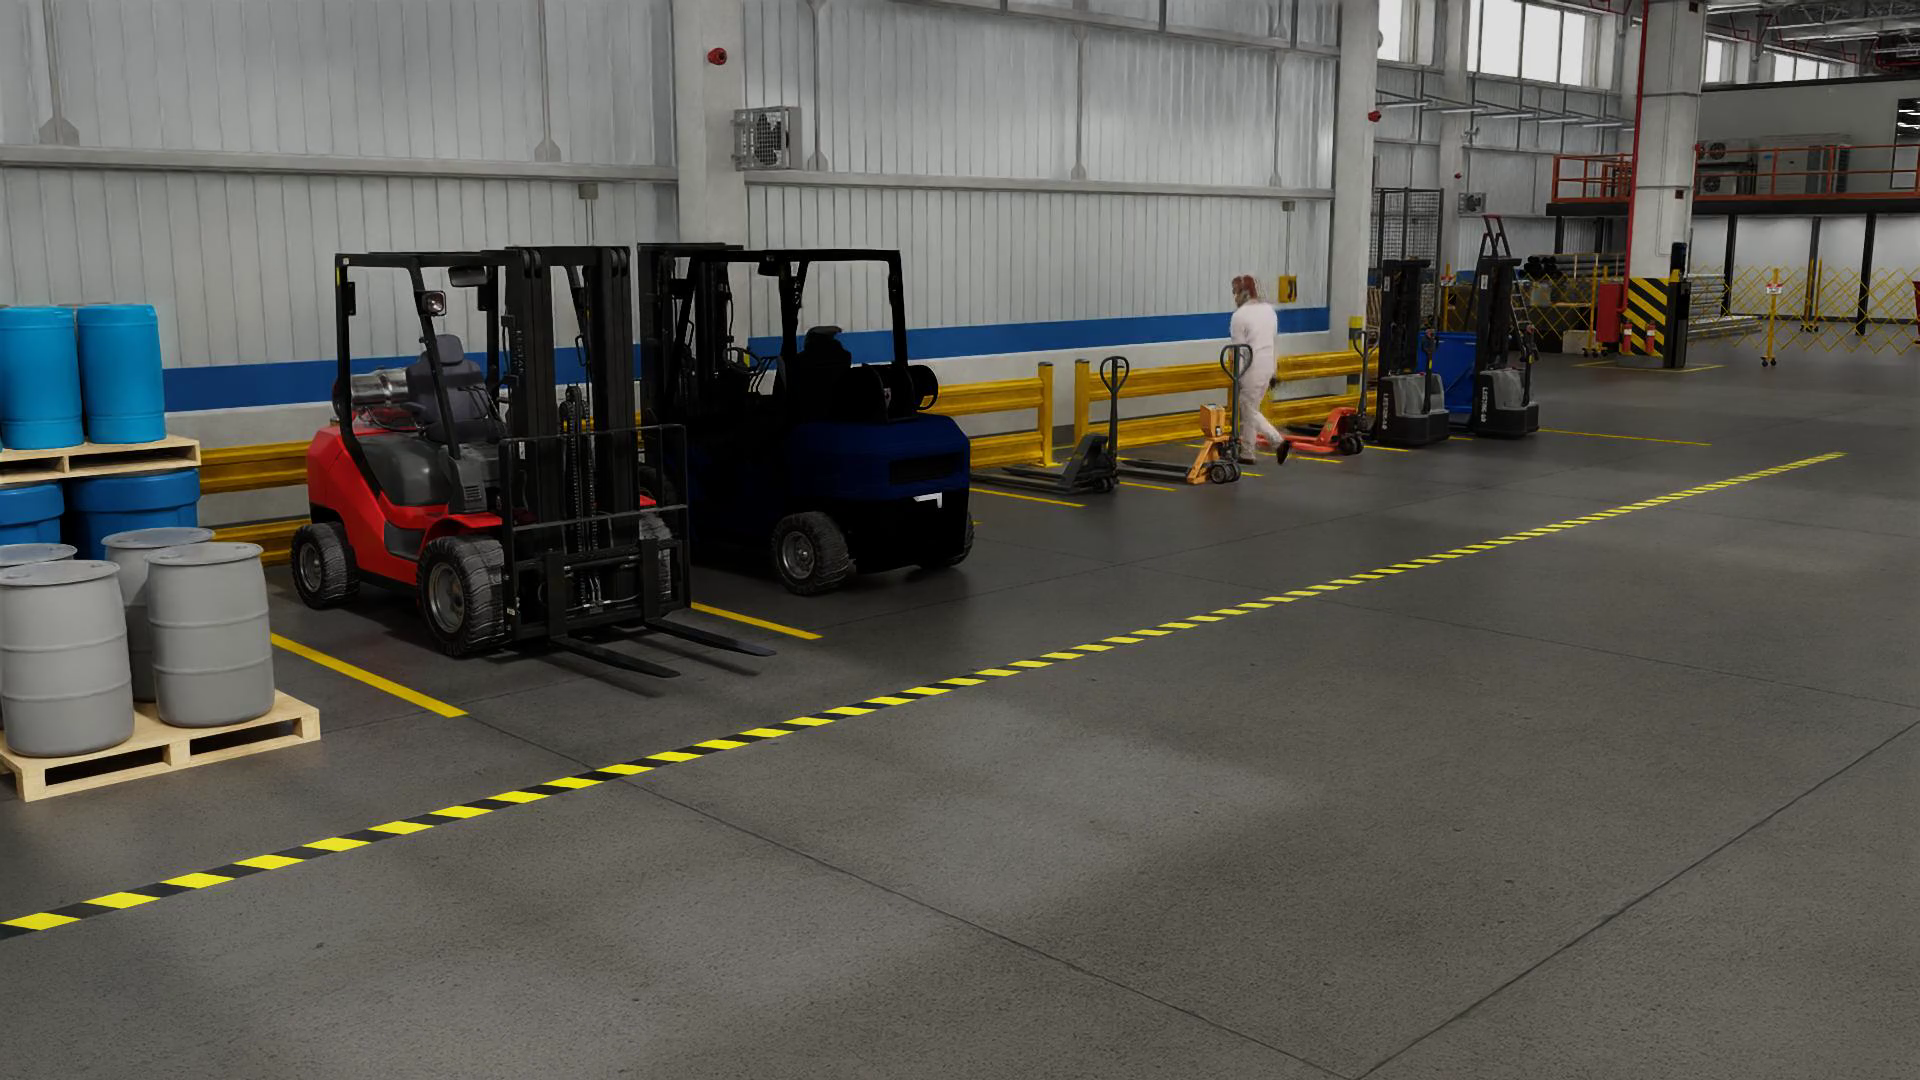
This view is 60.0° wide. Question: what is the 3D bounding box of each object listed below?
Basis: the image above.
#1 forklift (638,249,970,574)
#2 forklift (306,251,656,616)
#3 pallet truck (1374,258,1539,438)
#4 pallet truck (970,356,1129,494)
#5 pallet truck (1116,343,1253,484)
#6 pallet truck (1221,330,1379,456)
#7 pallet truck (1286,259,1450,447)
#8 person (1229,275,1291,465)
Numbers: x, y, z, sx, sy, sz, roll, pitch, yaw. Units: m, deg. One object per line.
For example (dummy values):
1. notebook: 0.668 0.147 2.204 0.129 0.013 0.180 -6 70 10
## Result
1. forklift: -1.173 -0.958 11.239 2.680 1.987 1.157 10 14 43
2. forklift: -2.833 -0.669 9.694 1.157 1.987 2.680 -10 14 -44
3. pallet truck: 5.704 -2.208 18.901 1.885 1.965 0.823 10 14 43
4. pallet truck: 0.784 -1.085 14.876 0.680 1.201 1.601 -10 14 -44
5. pallet truck: 1.962 -1.215 15.415 1.522 1.261 0.704 10 14 43
6. pallet truck: 3.563 -1.581 17.381 0.653 1.274 1.630 -10 14 -44
7. pallet truck: 4.493 -2.078 18.196 0.823 1.965 1.885 -9 14 -40
8. person: 2.871 -1.612 16.009 0.686 1.869 0.777 -10 14 -43
